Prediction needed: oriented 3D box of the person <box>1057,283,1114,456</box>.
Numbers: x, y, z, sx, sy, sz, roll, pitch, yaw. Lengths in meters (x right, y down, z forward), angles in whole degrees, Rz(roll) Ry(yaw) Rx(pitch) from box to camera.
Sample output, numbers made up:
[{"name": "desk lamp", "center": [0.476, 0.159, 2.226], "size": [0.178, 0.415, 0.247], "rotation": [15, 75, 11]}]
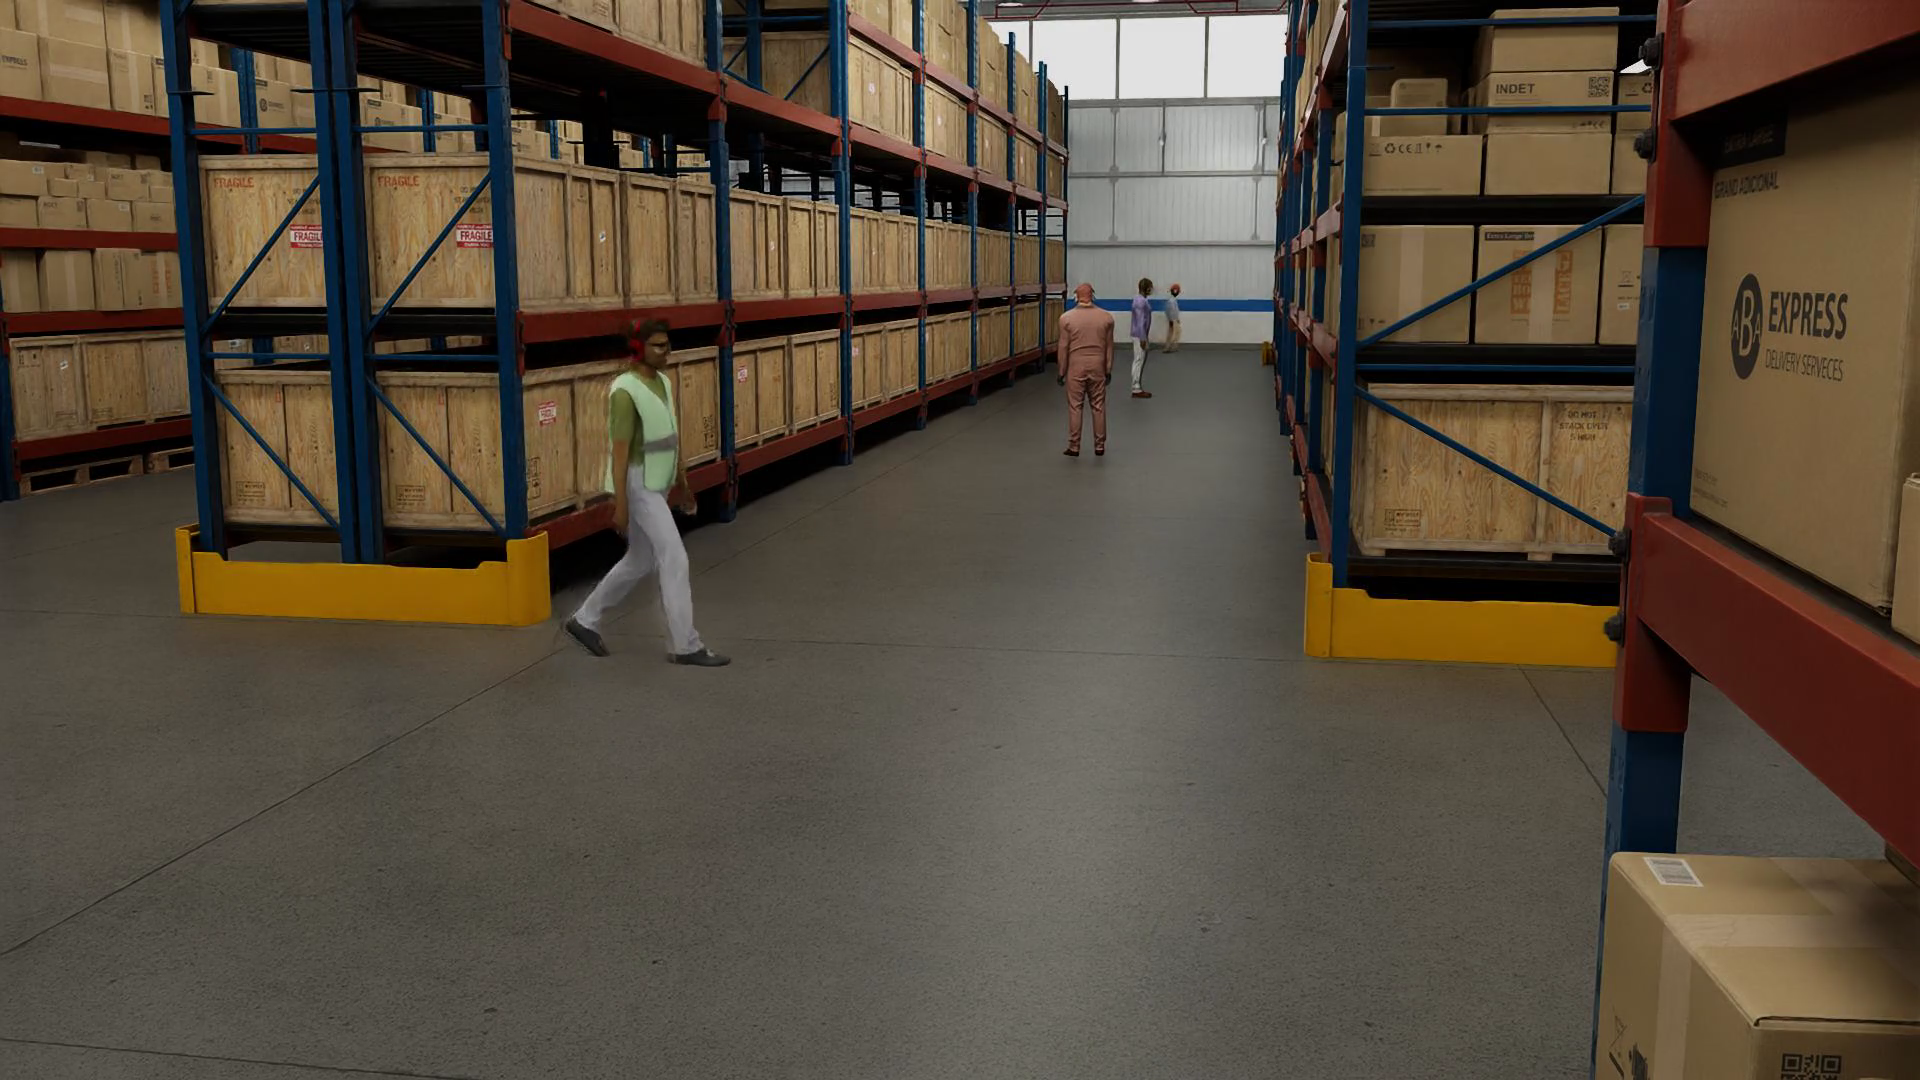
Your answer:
[{"name": "person", "center": [1.372, -1.867, 18.304], "size": [0.638, 1.902, 0.407], "rotation": [-2, 9, -11]}]

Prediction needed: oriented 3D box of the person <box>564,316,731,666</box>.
[{"name": "person", "center": [-1.651, -0.252, 8.575], "size": [0.887, 1.811, 0.566], "rotation": [1, 9, 6]}]

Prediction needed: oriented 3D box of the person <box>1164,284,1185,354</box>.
[{"name": "person", "center": [5.359, -5.470, 41.223], "size": [0.647, 1.717, 0.555], "rotation": [0, 9, -1]}]

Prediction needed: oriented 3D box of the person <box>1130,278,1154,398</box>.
[{"name": "person", "center": [2.915, -3.238, 26.728], "size": [0.363, 1.932, 0.632], "rotation": [2, 9, 10]}]
